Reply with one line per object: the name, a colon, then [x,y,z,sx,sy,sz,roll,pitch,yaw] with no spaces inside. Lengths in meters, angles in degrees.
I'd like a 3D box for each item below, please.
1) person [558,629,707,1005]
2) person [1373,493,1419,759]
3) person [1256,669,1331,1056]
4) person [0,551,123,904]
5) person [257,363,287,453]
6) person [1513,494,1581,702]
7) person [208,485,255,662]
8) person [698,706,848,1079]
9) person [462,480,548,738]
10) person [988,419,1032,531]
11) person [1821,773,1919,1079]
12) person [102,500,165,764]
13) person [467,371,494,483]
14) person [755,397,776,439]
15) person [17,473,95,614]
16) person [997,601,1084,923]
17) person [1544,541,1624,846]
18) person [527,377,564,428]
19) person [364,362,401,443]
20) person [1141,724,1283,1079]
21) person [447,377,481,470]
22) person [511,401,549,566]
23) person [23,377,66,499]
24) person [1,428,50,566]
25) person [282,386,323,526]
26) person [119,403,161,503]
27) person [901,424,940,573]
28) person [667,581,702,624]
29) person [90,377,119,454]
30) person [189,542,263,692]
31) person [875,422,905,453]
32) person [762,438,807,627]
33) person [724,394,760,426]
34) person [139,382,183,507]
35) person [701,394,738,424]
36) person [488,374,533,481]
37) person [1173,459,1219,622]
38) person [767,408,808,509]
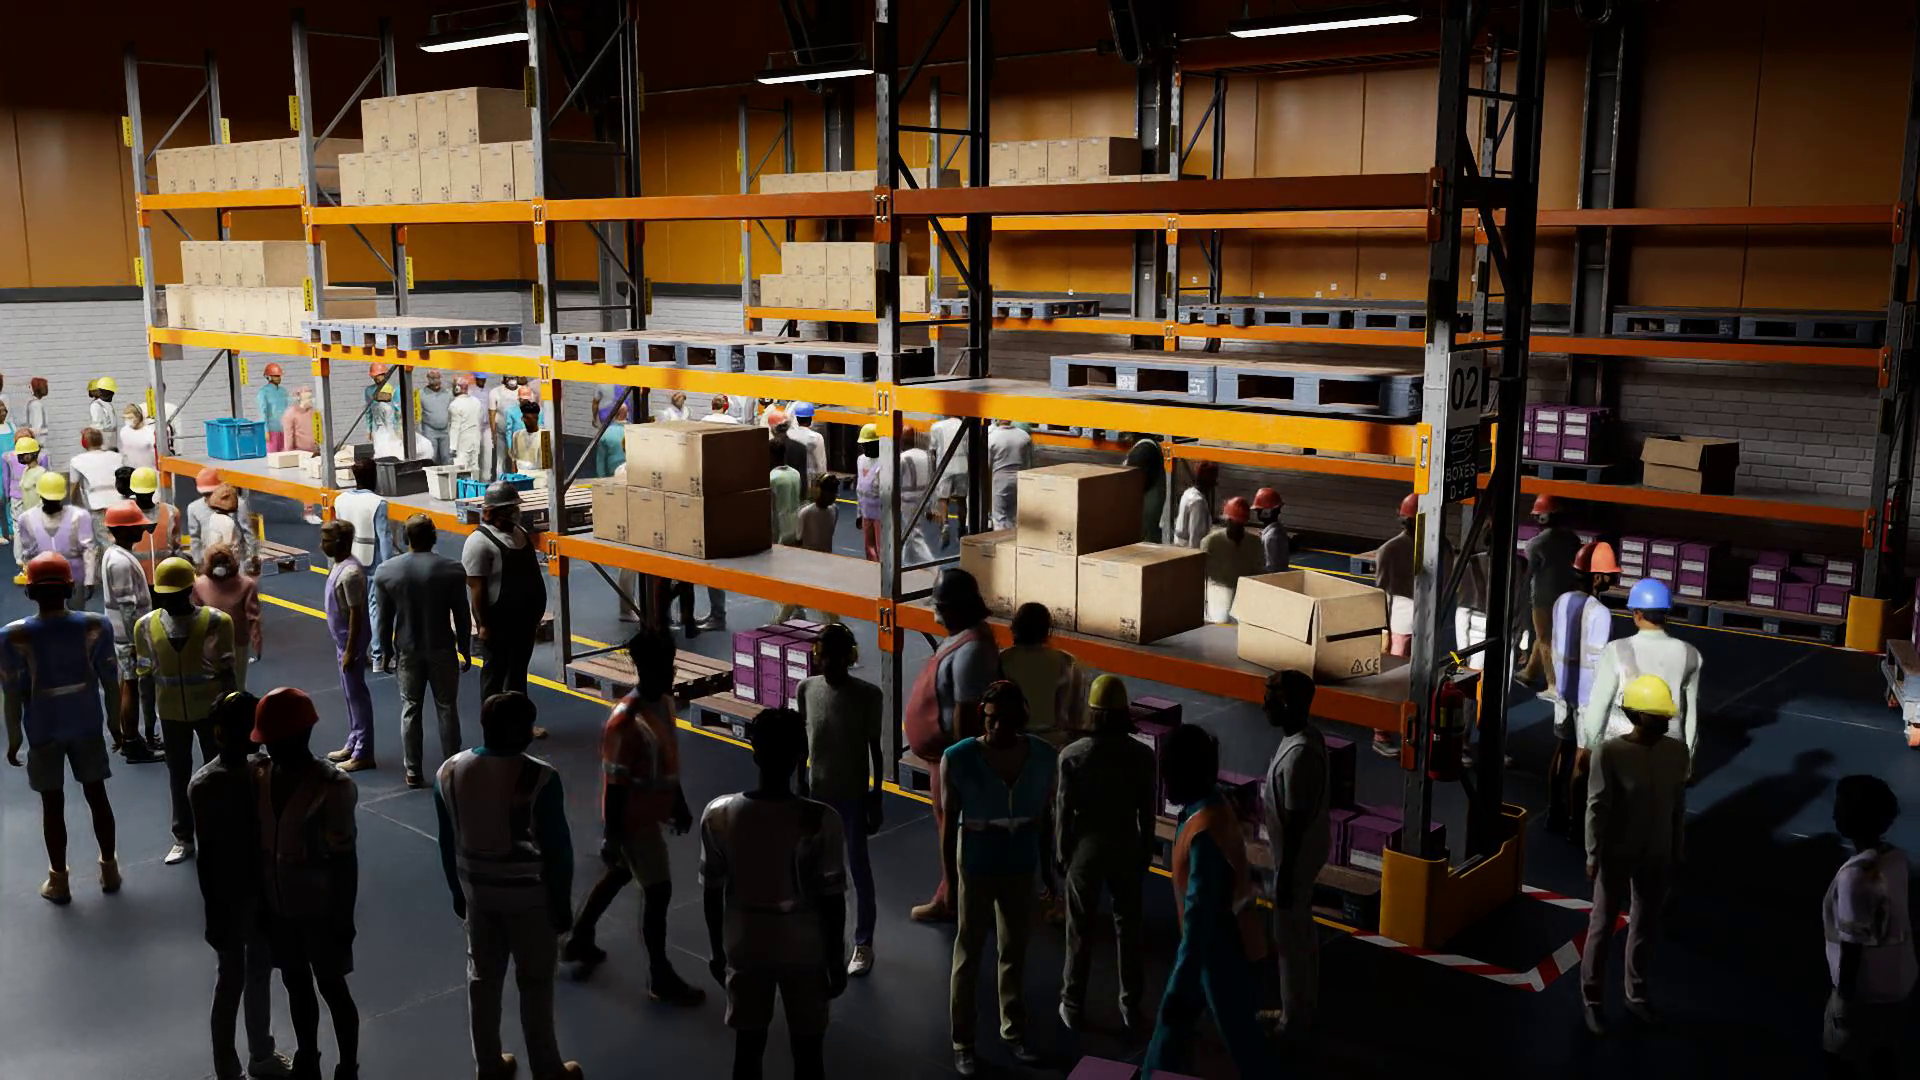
person: [-1.704,1.361,8.366,0.845,1.927,0.633,1,10,5]
person: [3.330,0.626,12.319,0.618,1.985,0.408,-6,12,-30]
person: [1.560,1.498,7.802,0.339,1.839,0.509,3,11,19]
person: [-5.190,1.072,9.623,0.615,2.040,0.391,-8,13,-38]
person: [-10.469,-1.707,25.475,0.379,1.995,0.612,3,10,14]
person: [4.861,0.465,13.951,0.590,1.715,0.738,-6,12,-29]
person: [-6.643,0.307,15.109,0.267,1.631,0.507,-9,13,-41]
person: [-0.737,1.633,6.684,0.608,1.960,0.369,2,10,13]
person: [-3.376,0.557,12.541,0.537,2.000,0.682,3,11,19]
person: [0.527,-0.654,19.809,0.655,1.901,0.400,-5,11,-27]
person: [3.653,1.777,6.698,0.544,1.673,0.393,-9,14,-43]
person: [-6.067,0.668,12.205,0.360,1.939,0.543,-6,12,-31]
person: [-7.591,-1.792,26.164,0.618,1.921,0.674,-9,14,-42]
person: [-2.826,-1.404,24.492,0.354,1.738,0.574,-3,10,-16]
person: [-7.679,0.355,14.174,0.588,1.865,0.946,-3,11,-19]
person: [0.385,1.244,9.365,0.663,1.802,0.790,-1,10,-6]
person: [3.965,0.964,10.532,0.356,1.936,0.551,-2,10,-11]
person: [-6.727,-1.954,27.035,0.631,1.936,0.362,-8,13,-38]
person: [-8.830,-1.725,25.498,0.605,2.031,0.420,1,10,8]
person: [0.961,1.683,6.707,0.960,1.853,0.724,0,10,1]
person: [-7.145,-1.387,23.901,0.409,1.913,0.642,3,10,16]
person: [-5.044,-0.670,19.689,0.603,1.966,0.367,3,10,16]
person: [-13.750,-1.478,24.588,0.721,1.860,0.611,-6,12,-31]
person: [-11.061,-0.510,19.739,0.519,1.633,0.311,-3,10,-15]
person: [-8.771,-1.140,22.553,0.549,1.887,0.673,3,10,17]
person: [-9.895,-0.734,20.272,0.776,1.904,0.510,4,11,23]
person: [-0.482,-0.357,18.278,0.885,1.849,0.559,6,11,29]
person: [-2.740,0.040,16.492,0.466,1.679,0.544,-1,10,-4]
person: [-12.181,-1.369,23.780,0.386,1.918,0.585,-2,10,-11]
person: [-5.544,0.779,12.571,0.504,1.593,0.825,-4,11,-24]
person: [-0.864,-0.909,21.176,0.392,1.925,0.548,8,13,37]
person: [-1.744,-0.050,16.364,0.405,1.909,0.589,5,11,27]
person: [-3.292,-1.589,24.972,0.608,1.940,0.417,-5,11,-26]
person: [-11.353,-1.320,23.610,0.609,1.886,0.915,-5,11,-26]
person: [-3.172,-1.009,21.982,0.560,1.836,0.394,5,11,24]
person: [-6.652,-1.609,24.786,0.674,2.000,0.537,-5,11,-28]
person: [2.188,0.176,15.210,0.687,1.853,0.706,-1,10,-4]
person: [-1.998,-0.501,18.747,0.627,1.967,0.871,-5,11,-27]
